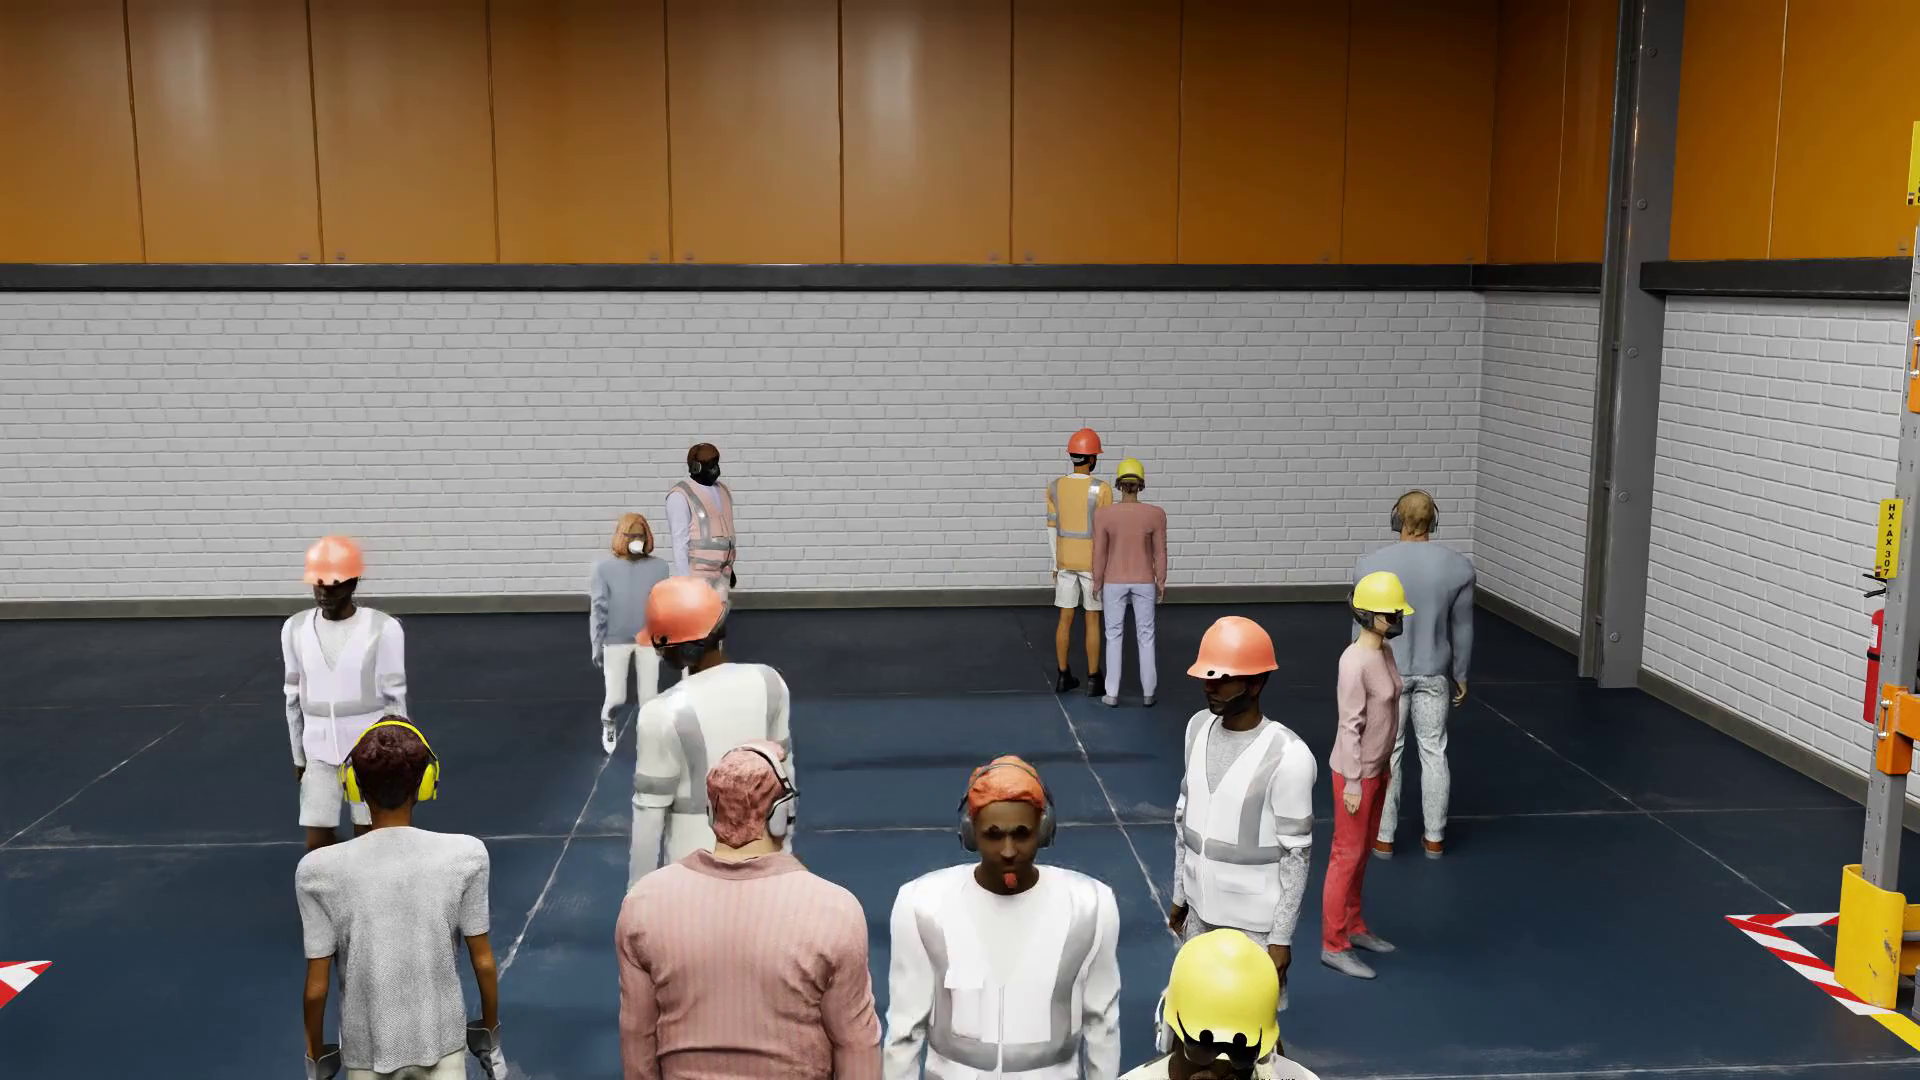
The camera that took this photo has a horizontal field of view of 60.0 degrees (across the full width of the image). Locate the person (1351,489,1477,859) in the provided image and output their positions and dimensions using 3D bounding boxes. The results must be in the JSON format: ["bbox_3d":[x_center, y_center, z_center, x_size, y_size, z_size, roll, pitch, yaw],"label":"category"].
[{"bbox_3d":[2.340,0.700,8.644,0.635,1.936,0.356,0,9,2],"label":"person"}]

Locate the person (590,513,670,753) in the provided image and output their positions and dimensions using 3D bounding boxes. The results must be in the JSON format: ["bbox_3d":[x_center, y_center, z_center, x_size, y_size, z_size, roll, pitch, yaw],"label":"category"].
[{"bbox_3d":[-2.017,0.618,10.153,0.510,1.616,0.585,-4,10,-23],"label":"person"}]

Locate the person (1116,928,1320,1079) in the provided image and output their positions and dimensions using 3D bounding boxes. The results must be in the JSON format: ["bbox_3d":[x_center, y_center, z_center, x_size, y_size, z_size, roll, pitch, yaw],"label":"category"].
[{"bbox_3d":[0.473,1.617,3.224,0.591,1.829,0.404,-4,10,-26],"label":"person"}]

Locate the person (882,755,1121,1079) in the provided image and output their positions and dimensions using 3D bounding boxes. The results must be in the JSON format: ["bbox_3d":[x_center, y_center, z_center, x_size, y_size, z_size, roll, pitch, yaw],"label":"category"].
[{"bbox_3d":[0.102,1.453,4.113,0.581,1.870,0.435,1,9,5],"label":"person"}]

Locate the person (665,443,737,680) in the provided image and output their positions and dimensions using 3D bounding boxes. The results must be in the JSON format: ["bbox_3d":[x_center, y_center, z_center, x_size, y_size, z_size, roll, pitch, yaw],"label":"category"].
[{"bbox_3d":[-1.818,0.222,11.944,0.429,1.845,0.627,5,10,28],"label":"person"}]

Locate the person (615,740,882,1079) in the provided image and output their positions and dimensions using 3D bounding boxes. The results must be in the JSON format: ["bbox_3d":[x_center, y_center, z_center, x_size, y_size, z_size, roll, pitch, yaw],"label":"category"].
[{"bbox_3d":[-0.503,1.434,4.138,0.652,1.904,0.402,2,9,11],"label":"person"}]

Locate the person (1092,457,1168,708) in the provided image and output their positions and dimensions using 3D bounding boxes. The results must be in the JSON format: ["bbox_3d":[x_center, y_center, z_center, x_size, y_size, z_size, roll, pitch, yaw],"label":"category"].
[{"bbox_3d":[1.187,0.301,11.692,0.533,1.765,0.331,0,9,1],"label":"person"}]

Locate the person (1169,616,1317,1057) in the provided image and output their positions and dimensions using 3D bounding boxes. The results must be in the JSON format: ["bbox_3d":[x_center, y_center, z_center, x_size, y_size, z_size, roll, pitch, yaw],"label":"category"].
[{"bbox_3d":[0.894,1.202,5.488,0.362,1.939,0.542,-7,11,-37],"label":"person"}]

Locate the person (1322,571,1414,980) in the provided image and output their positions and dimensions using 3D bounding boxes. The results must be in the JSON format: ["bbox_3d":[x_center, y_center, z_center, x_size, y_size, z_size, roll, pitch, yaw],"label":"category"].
[{"bbox_3d":[1.790,1.006,7.262,0.325,1.767,0.533,5,10,29],"label":"person"}]

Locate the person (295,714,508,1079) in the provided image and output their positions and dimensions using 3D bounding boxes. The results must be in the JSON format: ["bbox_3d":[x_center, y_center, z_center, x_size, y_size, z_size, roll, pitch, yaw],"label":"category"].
[{"bbox_3d":[-1.508,1.392,4.511,0.537,1.869,0.314,-4,10,-21],"label":"person"}]

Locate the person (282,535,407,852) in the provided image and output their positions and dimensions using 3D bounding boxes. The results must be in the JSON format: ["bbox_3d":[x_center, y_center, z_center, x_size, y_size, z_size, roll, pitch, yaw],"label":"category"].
[{"bbox_3d":[-2.684,0.913,7.345,0.545,1.925,0.548,0,9,1],"label":"person"}]

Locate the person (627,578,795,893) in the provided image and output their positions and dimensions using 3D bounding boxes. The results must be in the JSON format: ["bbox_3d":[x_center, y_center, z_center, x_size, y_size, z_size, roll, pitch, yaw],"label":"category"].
[{"bbox_3d":[-0.842,1.121,5.777,0.664,2.012,0.391,-8,12,-42],"label":"person"}]

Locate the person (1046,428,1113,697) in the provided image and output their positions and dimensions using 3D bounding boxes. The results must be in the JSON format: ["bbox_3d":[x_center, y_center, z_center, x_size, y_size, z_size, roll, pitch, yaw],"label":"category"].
[{"bbox_3d":[0.888,0.164,12.011,0.544,1.938,0.354,6,11,33],"label":"person"}]
